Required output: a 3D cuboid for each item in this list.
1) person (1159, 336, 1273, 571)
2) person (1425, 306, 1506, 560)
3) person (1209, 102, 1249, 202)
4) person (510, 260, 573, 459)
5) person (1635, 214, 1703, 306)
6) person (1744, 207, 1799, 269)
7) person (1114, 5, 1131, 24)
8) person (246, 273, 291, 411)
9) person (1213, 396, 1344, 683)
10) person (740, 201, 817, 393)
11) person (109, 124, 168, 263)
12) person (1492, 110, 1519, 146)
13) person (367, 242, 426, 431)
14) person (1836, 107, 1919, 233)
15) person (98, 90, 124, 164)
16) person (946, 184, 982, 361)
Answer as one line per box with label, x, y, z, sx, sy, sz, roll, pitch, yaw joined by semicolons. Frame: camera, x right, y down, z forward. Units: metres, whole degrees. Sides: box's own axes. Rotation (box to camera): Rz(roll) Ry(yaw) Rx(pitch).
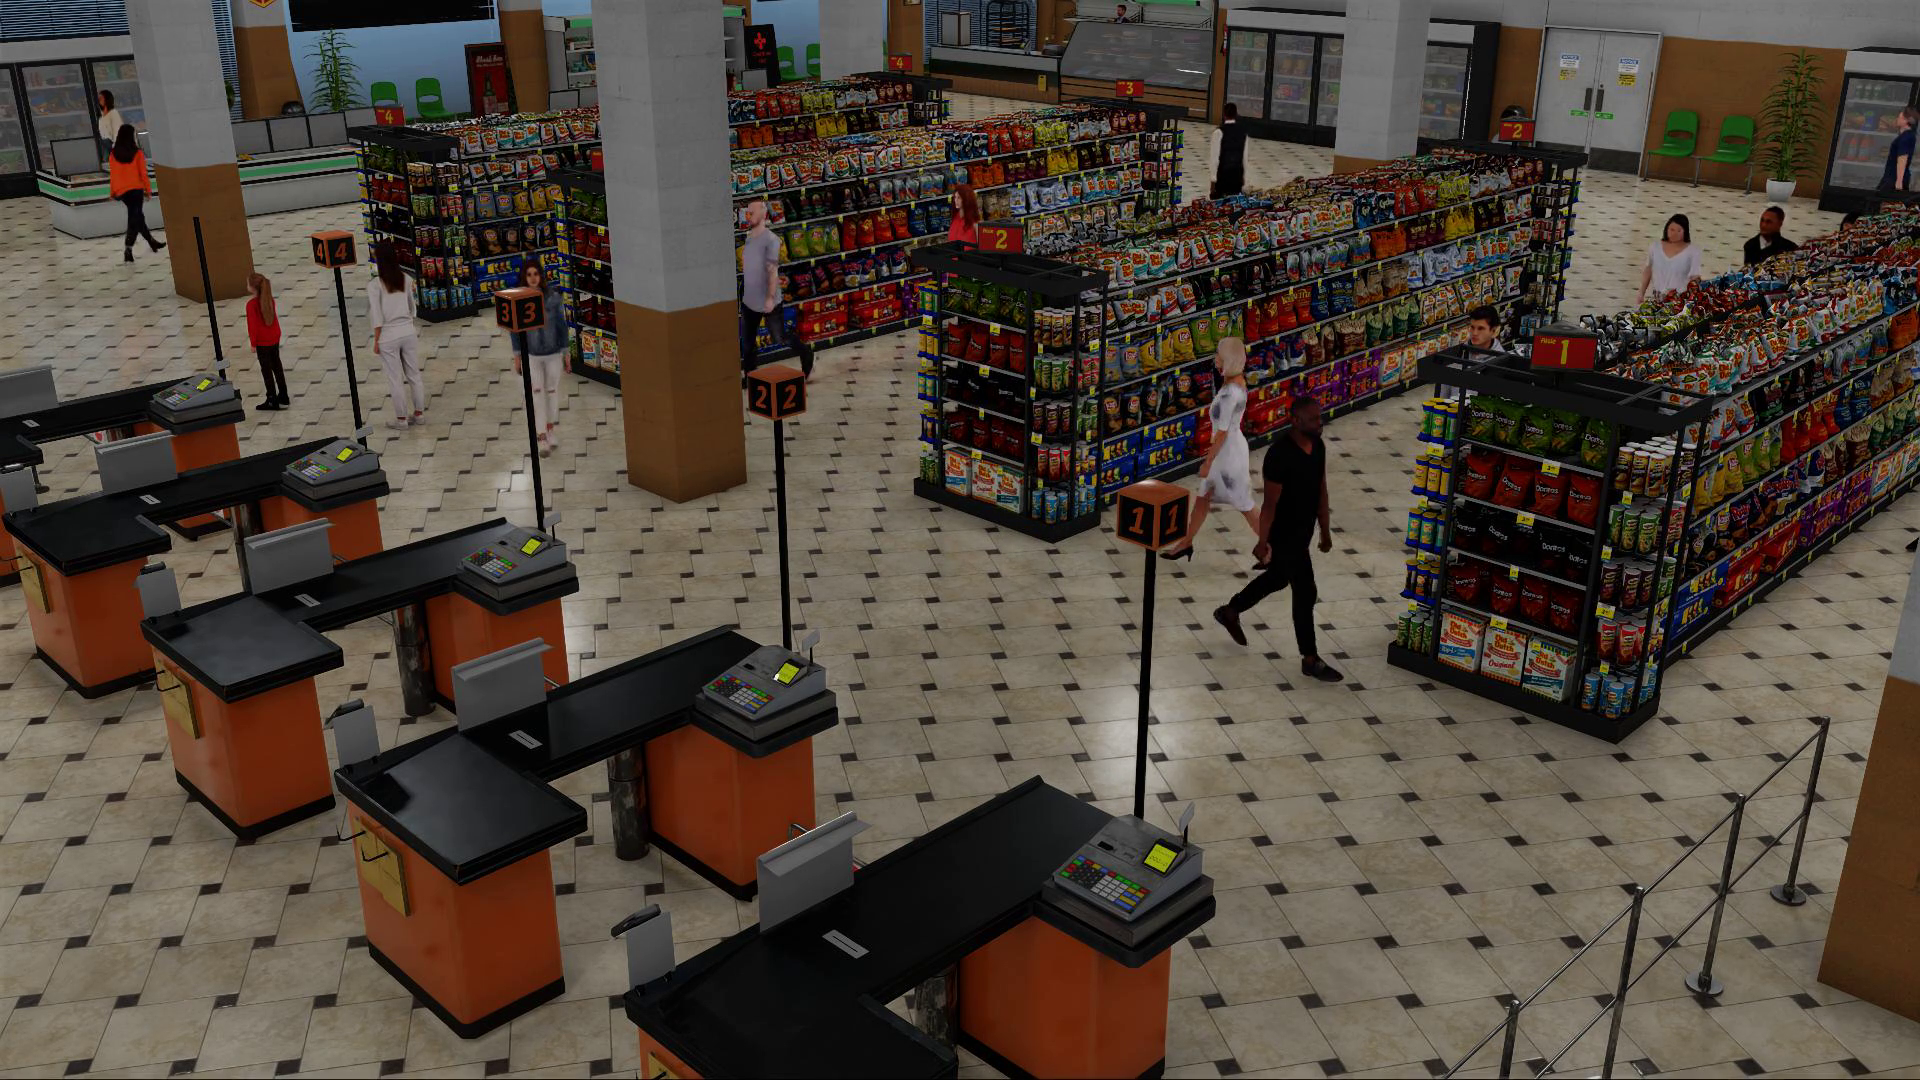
person;1.981;-0.547;11.672;1.081;1.698;1.106;3;22;7
person;3.633;-0.735;11.829;0.737;1.929;0.663;13;25;29
person;3.556;-4.723;21.837;1.293;1.867;1.219;-5;22;-12
person;-3.597;-1.578;14.270;1.037;1.673;0.960;-8;23;-19
person;7.002;-2.375;16.298;1.034;1.641;0.773;-16;27;-34
person;7.474;-2.131;15.379;1.108;1.872;0.786;-16;27;-35
person;3.718;-11.424;38.514;0.614;1.868;0.570;20;29;41
person;-6.465;-1.855;15.484;0.640;1.281;0.562;5;22;13
person;1.960;-0.037;10.292;0.756;1.778;1.158;18;28;38
person;-1.810;-2.322;15.937;1.127;1.812;0.686;-19;29;-39
person;-10.615;-4.369;21.195;1.079;1.688;1.218;2;22;4
person;7.088;-4.697;21.800;0.480;1.847;0.701;-18;28;-38
person;-5.036;-1.827;14.869;0.680;1.688;0.514;16;27;35
person;12.369;-4.684;21.809;0.853;1.816;1.165;16;27;34
person;-12.674;-5.937;25.158;0.736;1.644;1.068;15;26;33
person;0.057;-2.681;16.811;0.494;1.826;0.594;-20;30;-41
